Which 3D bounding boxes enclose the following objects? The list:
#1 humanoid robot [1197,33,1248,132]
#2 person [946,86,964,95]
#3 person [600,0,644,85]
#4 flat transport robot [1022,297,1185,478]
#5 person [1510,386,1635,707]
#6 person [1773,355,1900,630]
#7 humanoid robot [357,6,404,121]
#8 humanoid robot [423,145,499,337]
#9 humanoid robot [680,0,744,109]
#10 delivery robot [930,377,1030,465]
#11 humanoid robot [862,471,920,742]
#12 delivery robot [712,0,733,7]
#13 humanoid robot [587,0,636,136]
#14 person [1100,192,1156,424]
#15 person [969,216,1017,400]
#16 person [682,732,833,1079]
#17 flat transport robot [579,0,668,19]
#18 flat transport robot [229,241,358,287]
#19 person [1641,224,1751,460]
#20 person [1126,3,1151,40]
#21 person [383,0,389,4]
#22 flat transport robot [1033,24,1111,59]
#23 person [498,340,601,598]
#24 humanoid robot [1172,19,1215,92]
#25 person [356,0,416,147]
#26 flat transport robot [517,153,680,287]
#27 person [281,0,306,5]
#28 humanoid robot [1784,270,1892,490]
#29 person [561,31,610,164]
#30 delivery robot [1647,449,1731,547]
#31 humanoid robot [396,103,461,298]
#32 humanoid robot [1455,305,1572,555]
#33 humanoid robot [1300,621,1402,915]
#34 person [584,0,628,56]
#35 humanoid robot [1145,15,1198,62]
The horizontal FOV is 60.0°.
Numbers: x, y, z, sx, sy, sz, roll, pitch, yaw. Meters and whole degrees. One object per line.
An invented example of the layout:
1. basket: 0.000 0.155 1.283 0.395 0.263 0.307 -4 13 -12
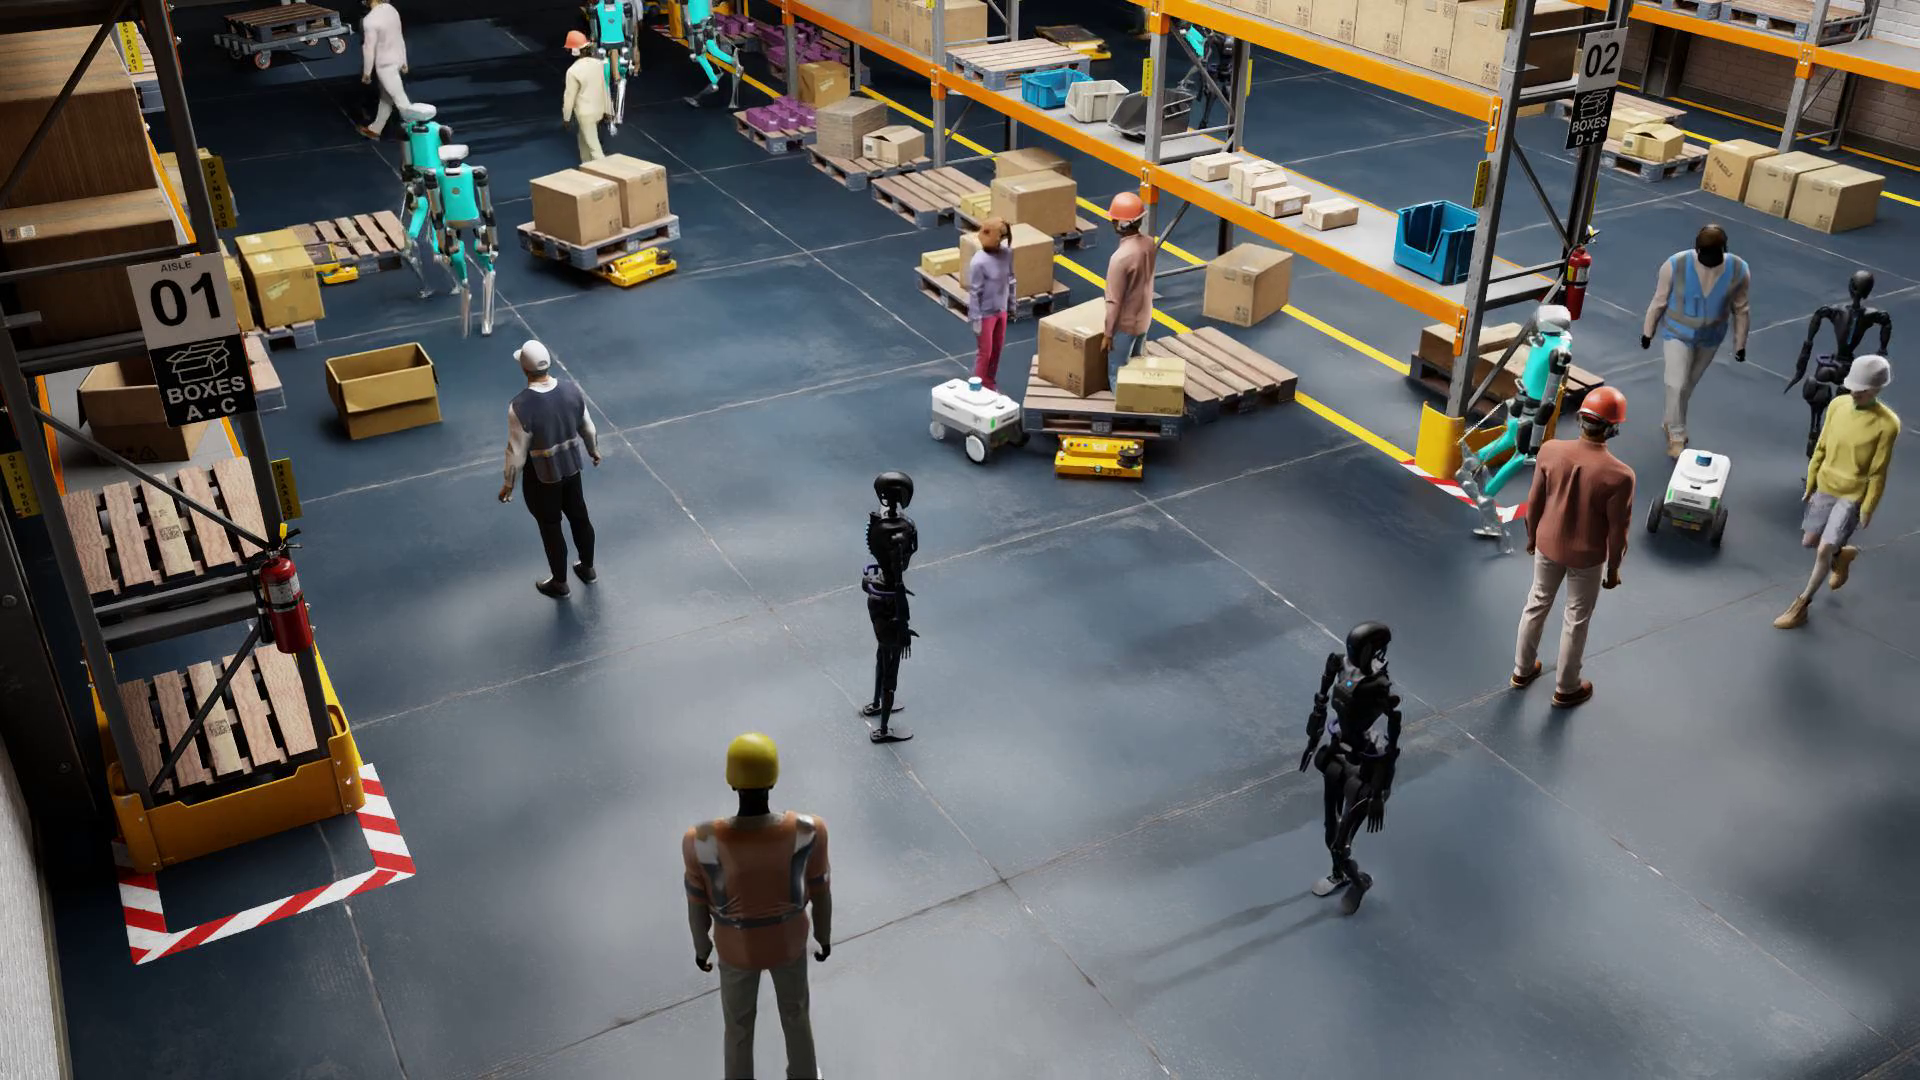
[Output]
1. humanoid robot: 3.038 -5.296 19.216 0.603 1.645 0.382 -3 30 -6
2. person: -0.046 -6.737 21.510 0.401 1.900 0.633 -8 31 -14
3. person: -4.486 -6.948 22.089 0.589 1.677 0.924 0 30 0
4. flat transport robot: 1.121 -0.900 12.976 0.659 0.231 1.431 4 30 7
5. person: 3.551 0.045 9.611 0.389 1.986 0.611 -24 38 -36
6. person: 5.557 -0.332 10.405 0.716 1.863 0.489 -17 34 -27
7. humanoid robot: -7.136 -5.947 20.376 0.652 1.634 0.614 12 32 20
8. humanoid robot: -4.255 -2.584 14.496 0.532 1.864 0.684 -3 30 -5
9. humanoid robot: -3.057 -6.126 20.638 1.062 1.742 0.550 19 35 30
10. delivery robot: 0.133 -0.953 12.779 0.771 0.592 0.499 26 39 38
11. humanoid robot: -0.385 0.352 9.380 0.338 1.651 0.585 -6 30 -10
12. delivery robot: -3.873 -8.401 25.739 0.785 0.587 0.499 -4 30 -8
13. humanoid robot: -4.176 -5.799 20.041 0.537 1.767 0.834 -7 31 -12
14. person: 1.242 -1.653 12.573 0.406 1.985 0.615 17 34 27
15. person: 0.250 -1.784 13.160 0.324 1.622 0.503 24 37 35
16. person: -0.824 1.633 6.928 0.593 1.912 0.428 -7 31 -11
17. flat transport robot: -5.145 -8.286 25.834 1.431 0.231 0.659 -12 32 -19
18. flat transport robot: -6.538 -2.568 15.880 1.431 0.231 0.659 -12 32 -21
19. person: 5.524 -1.491 12.464 0.704 1.794 0.736 2 30 4
20. person: 2.636 -8.202 24.084 0.620 1.860 0.593 10 32 18
21. person: -9.063 -8.933 25.588 0.506 1.632 0.279 20 35 31
22. flat transport robot: 1.589 -7.118 23.801 0.659 0.231 1.431 -9 31 -16
23. person: -2.631 -0.455 10.704 0.446 1.756 0.772 23 37 34
24. humanoid robot: 3.087 -6.767 21.674 0.669 1.757 0.548 6 30 10
25. person: -6.786 -5.528 19.403 0.941 1.893 0.647 4 30 7
26. flat transport robot: -3.508 -2.810 16.301 1.431 0.231 0.659 22 37 34
27. person: -9.994 -8.574 24.759 0.634 1.840 0.429 10 31 16
28. humanoid robot: 6.326 -1.156 12.019 0.596 1.650 0.331 10 31 17
29. person: -4.114 -4.625 17.995 0.735 1.723 0.585 9 31 16
30. delivery robot: 5.175 -0.325 11.707 0.499 0.614 0.815 15 33 25
31. humanoid robot: -4.913 -3.049 15.230 0.545 1.772 0.691 5 30 9
32. humanoid robot: 3.640 -0.726 11.200 0.675 1.795 0.554 1 30 1
33. humanoid robot: 1.900 1.092 8.094 0.353 1.644 0.589 -17 34 -27
34. person: -4.969 -7.696 23.242 0.502 1.833 0.523 16 34 26
35. humanoid robot: 3.005 -7.452 23.026 0.788 1.622 0.589 7 31 12
